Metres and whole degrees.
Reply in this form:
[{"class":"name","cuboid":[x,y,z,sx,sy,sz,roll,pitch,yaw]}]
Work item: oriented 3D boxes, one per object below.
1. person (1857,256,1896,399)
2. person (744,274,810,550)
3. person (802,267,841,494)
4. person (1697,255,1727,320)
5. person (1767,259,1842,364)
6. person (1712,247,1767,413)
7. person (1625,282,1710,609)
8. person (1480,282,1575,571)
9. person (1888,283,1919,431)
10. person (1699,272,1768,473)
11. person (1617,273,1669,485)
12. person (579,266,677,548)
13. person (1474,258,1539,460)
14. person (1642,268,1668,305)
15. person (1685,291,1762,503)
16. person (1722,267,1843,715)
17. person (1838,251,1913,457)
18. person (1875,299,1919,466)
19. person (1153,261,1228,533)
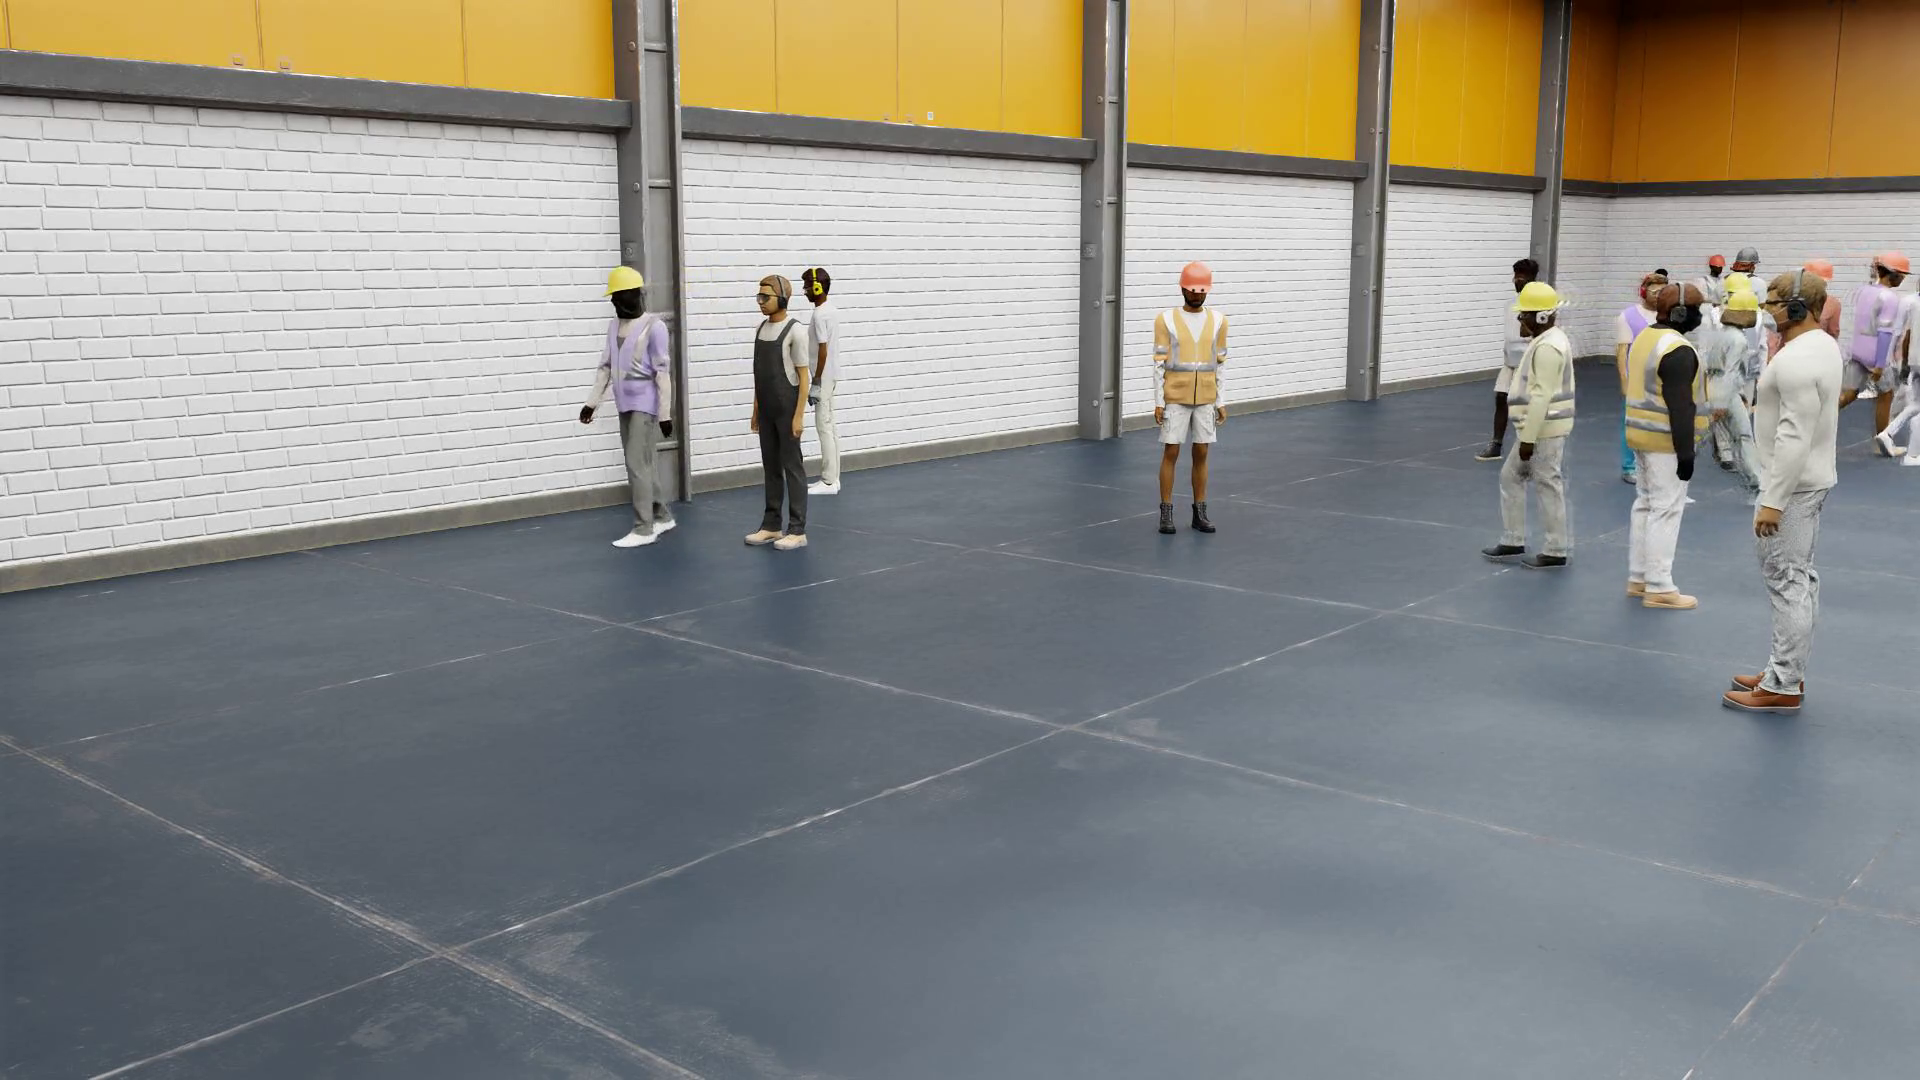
[{"class":"person","cuboid":[12.323,-2.855,22.421,0.409,1.909,0.643,8,13,38]},{"class":"person","cuboid":[-1.224,-0.857,11.217,0.506,1.847,0.345,10,14,44]},{"class":"person","cuboid":[-1.150,-1.303,13.709,0.329,1.865,0.509,1,10,6]},{"class":"person","cuboid":[12.230,-3.643,26.880,0.569,1.904,0.797,-5,11,-27]},{"class":"person","cuboid":[8.158,-1.752,16.135,0.629,1.932,1.051,4,11,22]},{"class":"person","cuboid":[9.651,-2.586,20.505,0.538,2.000,0.685,-6,12,-31]},{"class":"person","cuboid":[3.989,-0.531,9.402,0.429,1.836,0.636,1,10,3]},{"class":"person","cuboid":[3.550,-0.708,10.466,0.685,1.804,0.616,3,11,19]},{"class":"person","cuboid":[9.987,-1.917,17.460,0.647,1.788,0.957,-2,10,-11]},{"class":"person","cuboid":[7.034,-1.539,15.201,0.602,1.809,0.700,0,10,1]},{"class":"person","cuboid":[5.811,-1.322,13.967,0.591,1.797,0.904,0,10,0]},{"class":"person","cuboid":[-2.226,-0.921,11.446,0.648,1.898,0.604,-9,14,-42]},{"class":"person","cuboid":[5.394,-1.720,15.868,0.789,1.948,0.635,-4,11,-22]},{"class":"person","cuboid":[11.357,-3.561,27.049,0.532,1.693,0.319,3,10,16]},{"class":"person","cuboid":[6.023,-1.099,13.040,0.930,1.689,0.496,0,10,0]},{"class":"person","cuboid":[3.607,-0.208,7.255,0.371,1.940,0.627,7,12,34]},{"class":"person","cuboid":[8.724,-1.784,16.084,0.970,2.000,0.684,0,10,-2]},{"class":"person","cuboid":[8.918,-1.592,15.412,0.545,1.838,0.556,-2,10,-12]},{"class":"person","cuboid":[1.639,-1.003,11.811,0.542,1.930,0.367,-2,10,-9]}]
